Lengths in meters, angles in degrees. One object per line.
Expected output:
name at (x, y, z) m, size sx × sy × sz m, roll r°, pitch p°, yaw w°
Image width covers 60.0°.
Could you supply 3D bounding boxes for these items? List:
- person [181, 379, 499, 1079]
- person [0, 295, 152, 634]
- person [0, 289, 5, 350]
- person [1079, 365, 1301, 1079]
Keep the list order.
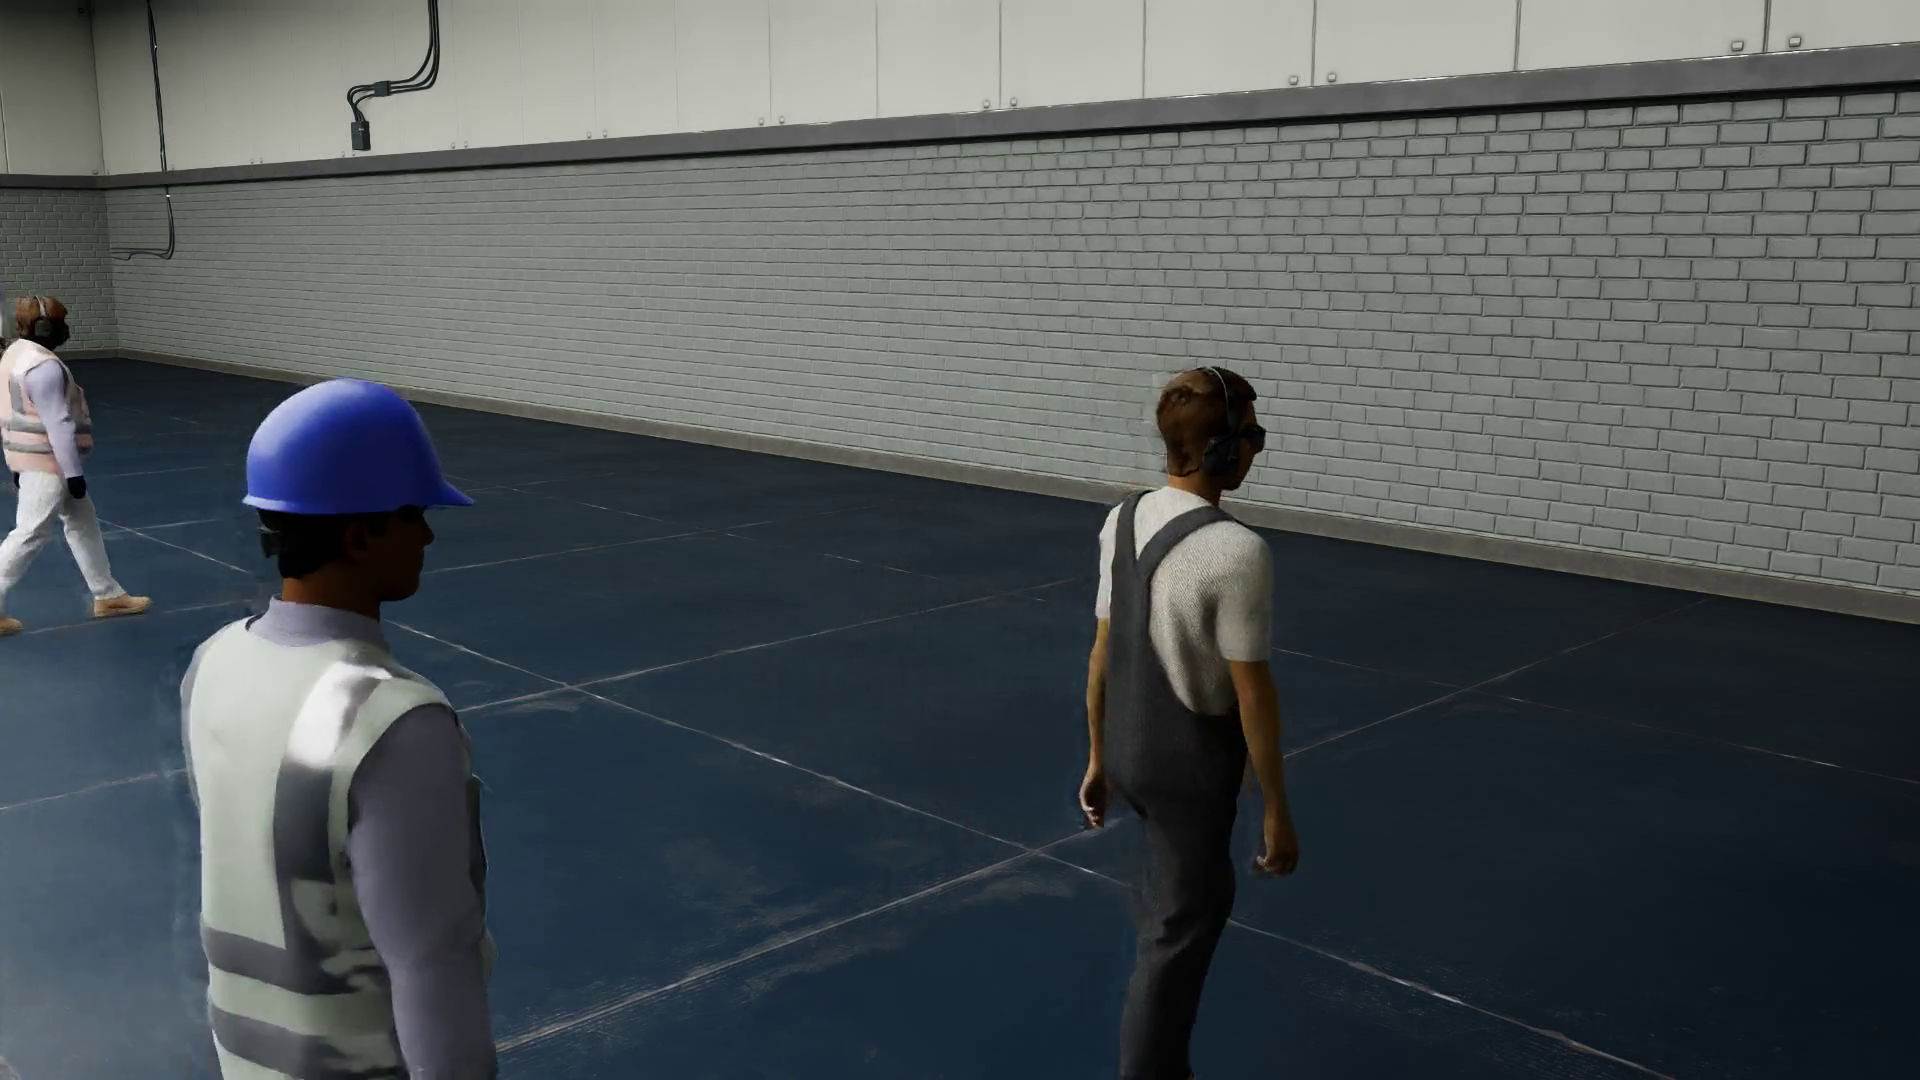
person at (-0.885, 0.741, 2.309) m, size 0.623 × 1.922 × 0.778 m, roll 10°, pitch 14°, yaw 43°
person at (-4.964, -0.413, 8.958) m, size 0.945 × 1.803 × 0.644 m, roll -8°, pitch 13°, yaw -38°
person at (-11.672, -2.440, 19.764) m, size 0.607 × 1.874 × 0.974 m, roll -3°, pitch 11°, yaw -15°
person at (0.544, 0.528, 3.709) m, size 0.539 × 1.827 × 0.530 m, roll -5°, pitch 12°, yaw -25°
